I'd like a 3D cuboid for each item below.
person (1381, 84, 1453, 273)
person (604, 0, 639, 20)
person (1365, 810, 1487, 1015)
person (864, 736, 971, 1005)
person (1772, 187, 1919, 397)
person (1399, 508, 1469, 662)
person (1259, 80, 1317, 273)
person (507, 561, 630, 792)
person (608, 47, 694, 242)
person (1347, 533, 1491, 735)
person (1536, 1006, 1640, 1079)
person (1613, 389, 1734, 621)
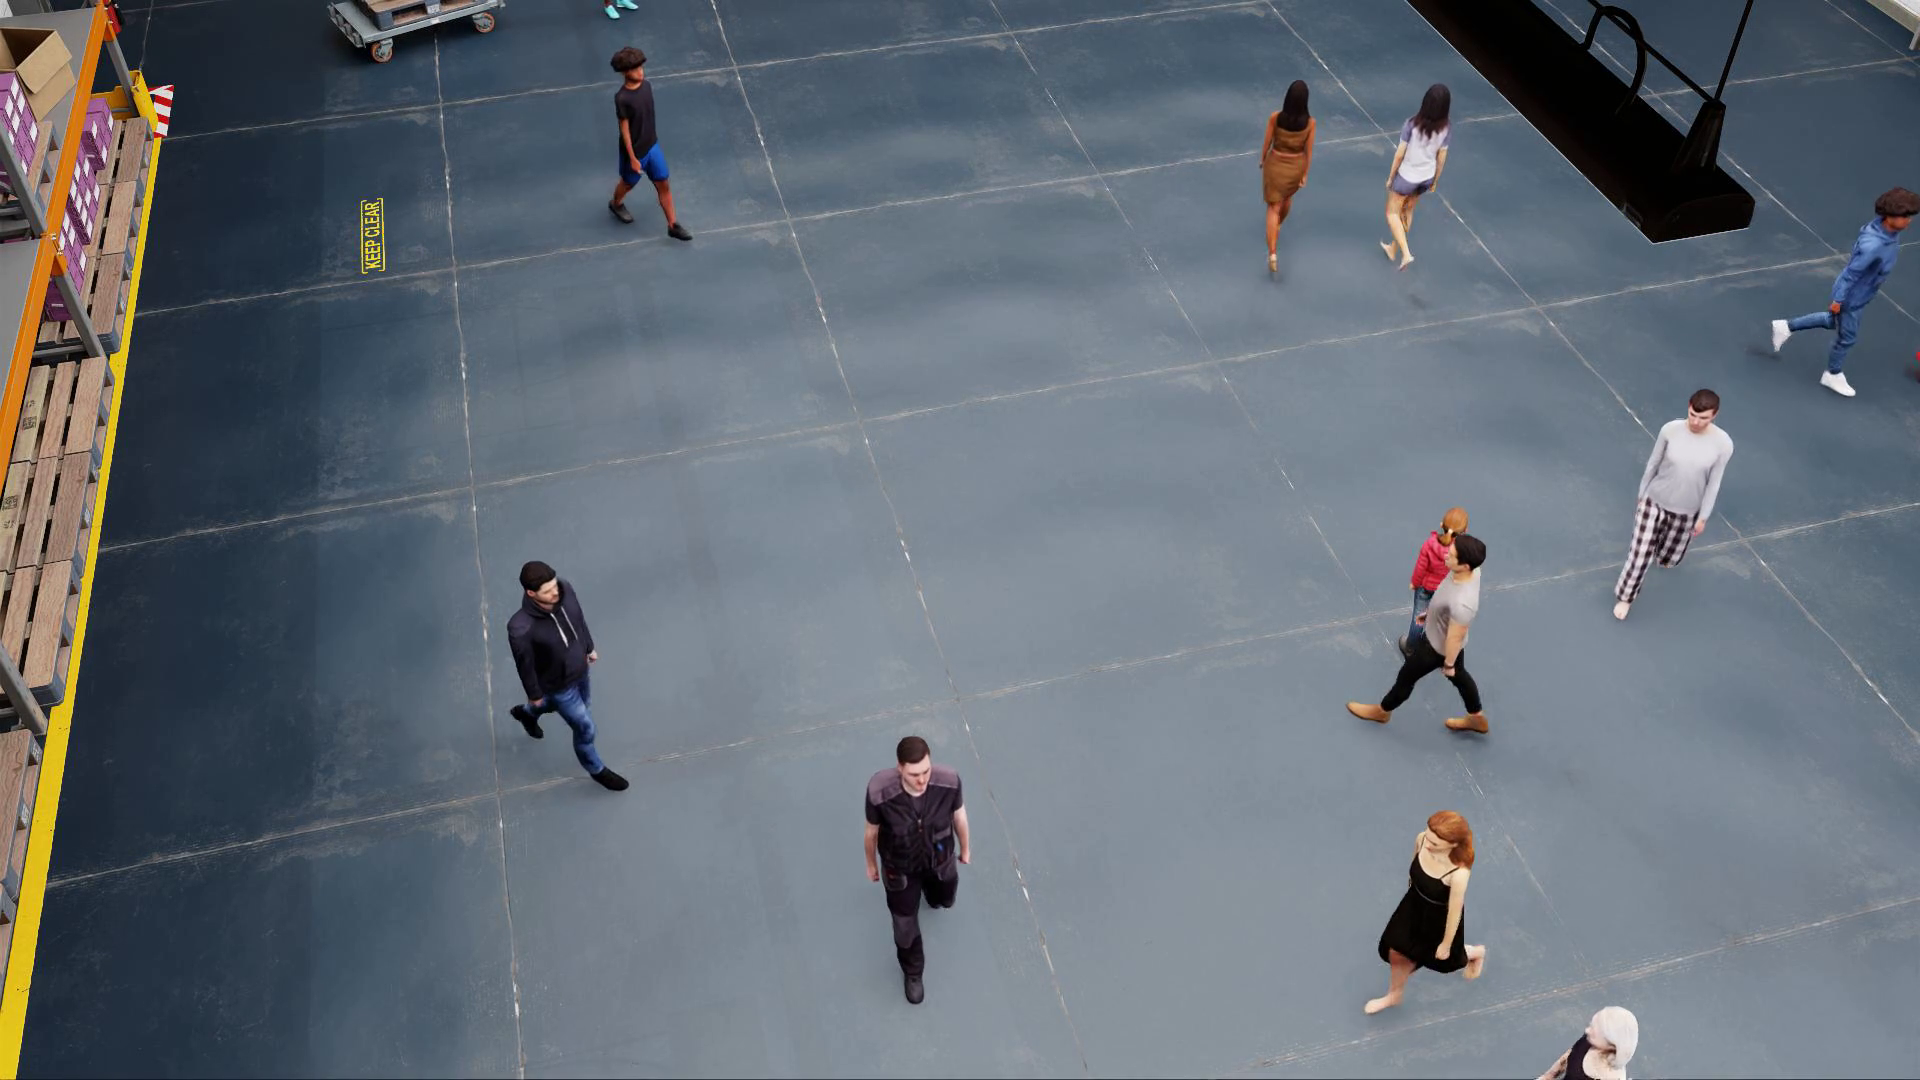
[{"bbox_3d":[3.871,-3.015,14.089,0.654,1.716,0.891,-7,44,-8],"label":"person"},{"bbox_3d":[-3.730,-6.422,17.660,0.698,1.724,0.641,23,48,23],"label":"person"},{"bbox_3d":[2.613,1.980,8.933,0.786,1.596,0.962,-21,48,-21],"label":"person"},{"bbox_3d":[-0.242,1.676,9.083,0.759,1.829,1.029,-8,44,-8],"label":"person"},{"bbox_3d":[6.890,-1.983,12.959,1.009,1.781,1.182,-33,52,-30],"label":"person"},{"bbox_3d":[3.136,0.304,10.894,0.582,1.318,0.598,5,44,5],"label":"person"},{"bbox_3d":[2.756,-3.076,14.202,0.802,1.649,1.127,4,44,4],"label":"person"},{"bbox_3d":[-2.466,0.771,10.010,1.154,1.861,1.150,18,46,18],"label":"person"},{"bbox_3d":[-2.876,-3.457,14.521,1.227,1.761,1.079,28,50,26],"label":"person"},{"bbox_3d":[3.084,0.631,10.286,1.107,1.682,1.125,16,46,16],"label":"person"},{"bbox_3d":[3.052,2.784,7.933,0.823,1.811,0.748,5,44,5],"label":"person"},{"bbox_3d":[4.804,-0.290,11.150,0.995,1.824,1.064,21,48,21],"label":"person"}]
